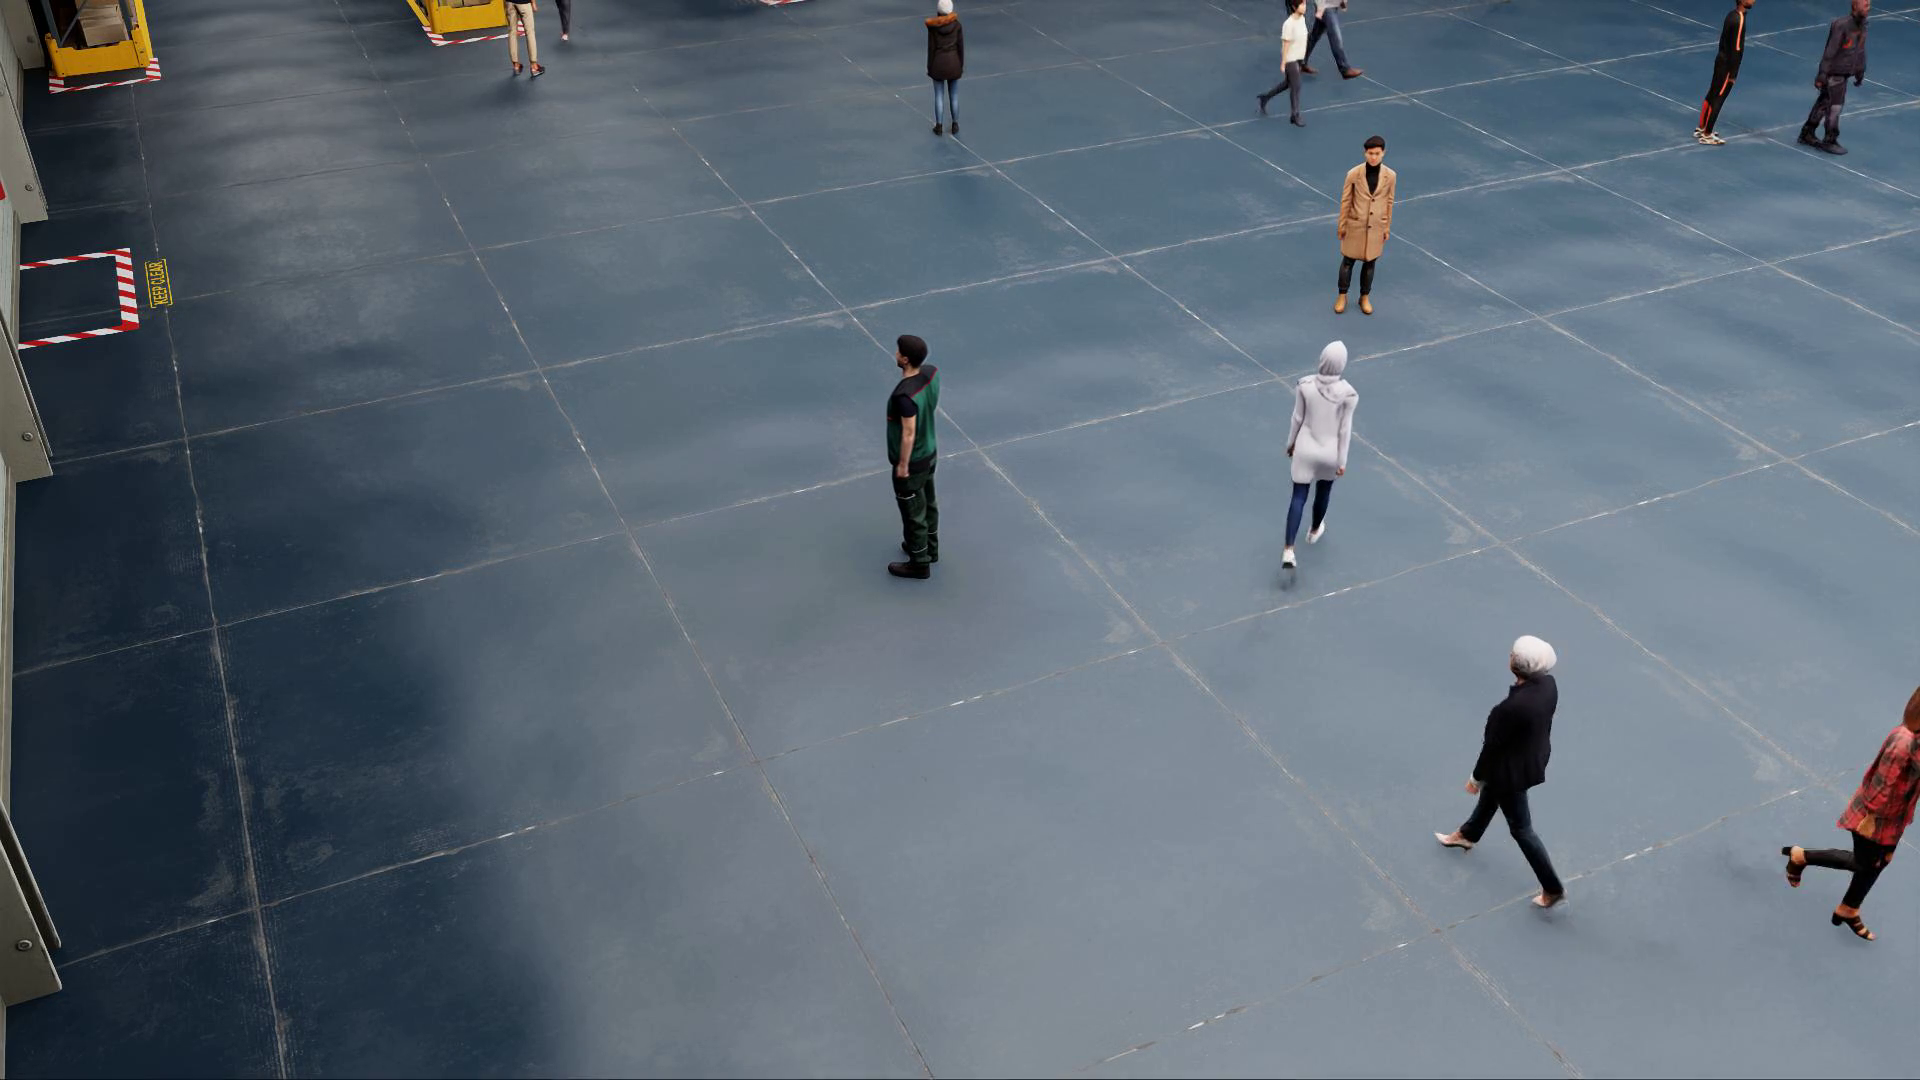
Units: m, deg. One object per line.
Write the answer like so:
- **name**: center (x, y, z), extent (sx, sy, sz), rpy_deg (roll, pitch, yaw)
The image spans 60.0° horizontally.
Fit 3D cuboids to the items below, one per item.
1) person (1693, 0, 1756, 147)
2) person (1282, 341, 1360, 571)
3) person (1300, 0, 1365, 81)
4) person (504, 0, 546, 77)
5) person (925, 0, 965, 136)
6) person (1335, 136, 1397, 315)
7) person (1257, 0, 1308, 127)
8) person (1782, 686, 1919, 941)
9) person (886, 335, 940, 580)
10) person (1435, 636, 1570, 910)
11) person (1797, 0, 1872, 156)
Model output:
- **person**: center (9.092, -5.633, 19.740), extent (0.767, 1.807, 0.662), rpy_deg (4, 33, 6)
- **person**: center (2.554, -0.582, 12.029), extent (1.114, 1.746, 1.125), rpy_deg (14, 36, 20)
- **person**: center (4.731, -6.962, 21.735), extent (1.317, 1.859, 1.205), rpy_deg (14, 36, 21)
- **person**: center (-5.828, -7.091, 21.938), extent (0.704, 1.854, 0.748), rpy_deg (9, 34, 13)
- **person**: center (-0.172, -5.705, 20.009), extent (0.691, 1.634, 0.691), rpy_deg (-6, 34, -9)
- **person**: center (3.842, -2.999, 15.763), extent (0.763, 1.727, 0.785), rpy_deg (3, 33, 4)
- **person**: center (4.006, -5.876, 20.337), extent (1.063, 1.564, 0.878), rpy_deg (22, 39, 30)
- **person**: center (4.924, 1.417, 9.022), extent (0.721, 1.674, 0.888), rpy_deg (-21, 38, -29)
- **person**: center (-0.326, -0.607, 11.926), extent (0.815, 1.900, 0.750), rpy_deg (11, 35, 16)
- **person**: center (3.174, 1.298, 9.187), extent (0.963, 1.751, 1.194), rpy_deg (-26, 41, -34)
- **person**: center (10.231, -5.522, 19.569), extent (0.819, 1.807, 0.982), rpy_deg (-21, 38, -29)
